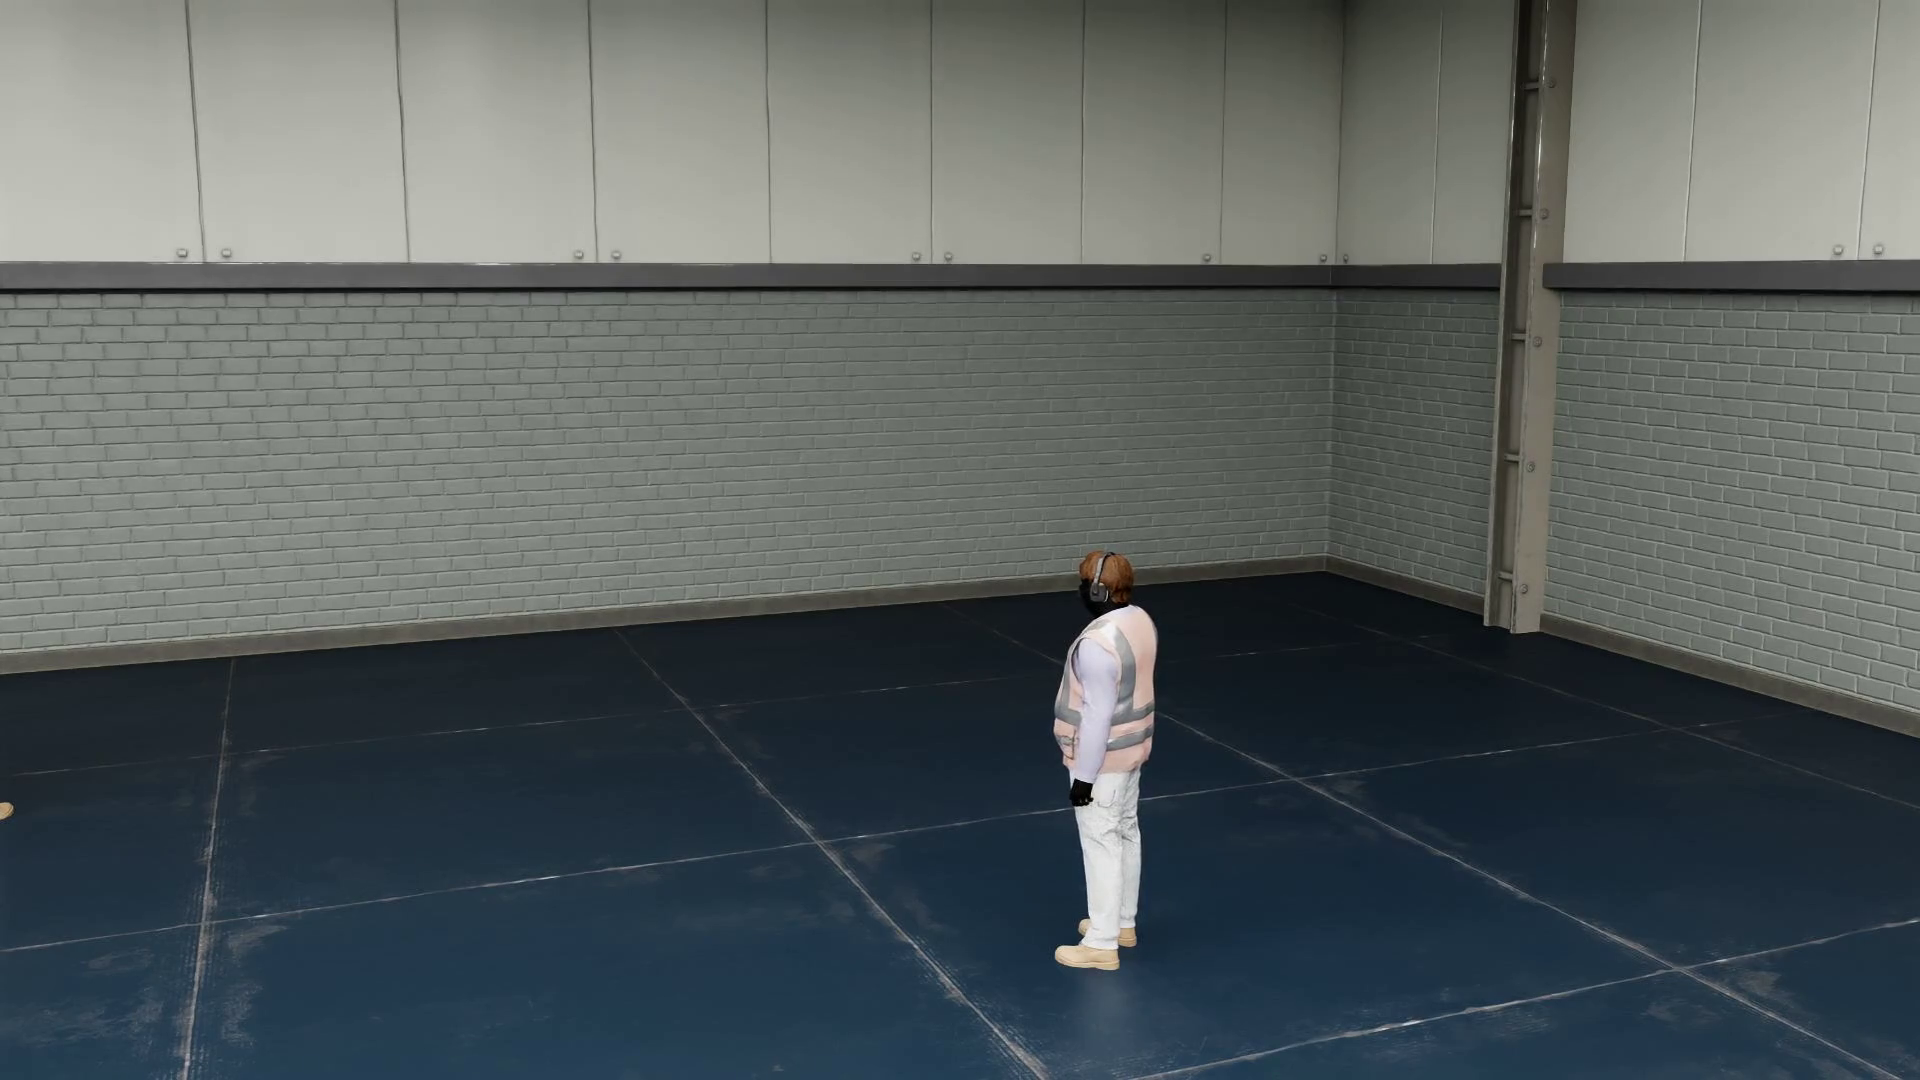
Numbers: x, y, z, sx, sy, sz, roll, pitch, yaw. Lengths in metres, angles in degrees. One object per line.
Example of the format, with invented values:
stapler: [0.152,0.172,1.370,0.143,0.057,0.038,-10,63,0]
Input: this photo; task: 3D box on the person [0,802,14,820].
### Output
person: [-5.573,0.671,9.125,0.633,1.843,0.429,0,9,2]

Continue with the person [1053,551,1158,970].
person: [0.630,0.957,7.330,0.429,1.842,0.633,4,10,24]
